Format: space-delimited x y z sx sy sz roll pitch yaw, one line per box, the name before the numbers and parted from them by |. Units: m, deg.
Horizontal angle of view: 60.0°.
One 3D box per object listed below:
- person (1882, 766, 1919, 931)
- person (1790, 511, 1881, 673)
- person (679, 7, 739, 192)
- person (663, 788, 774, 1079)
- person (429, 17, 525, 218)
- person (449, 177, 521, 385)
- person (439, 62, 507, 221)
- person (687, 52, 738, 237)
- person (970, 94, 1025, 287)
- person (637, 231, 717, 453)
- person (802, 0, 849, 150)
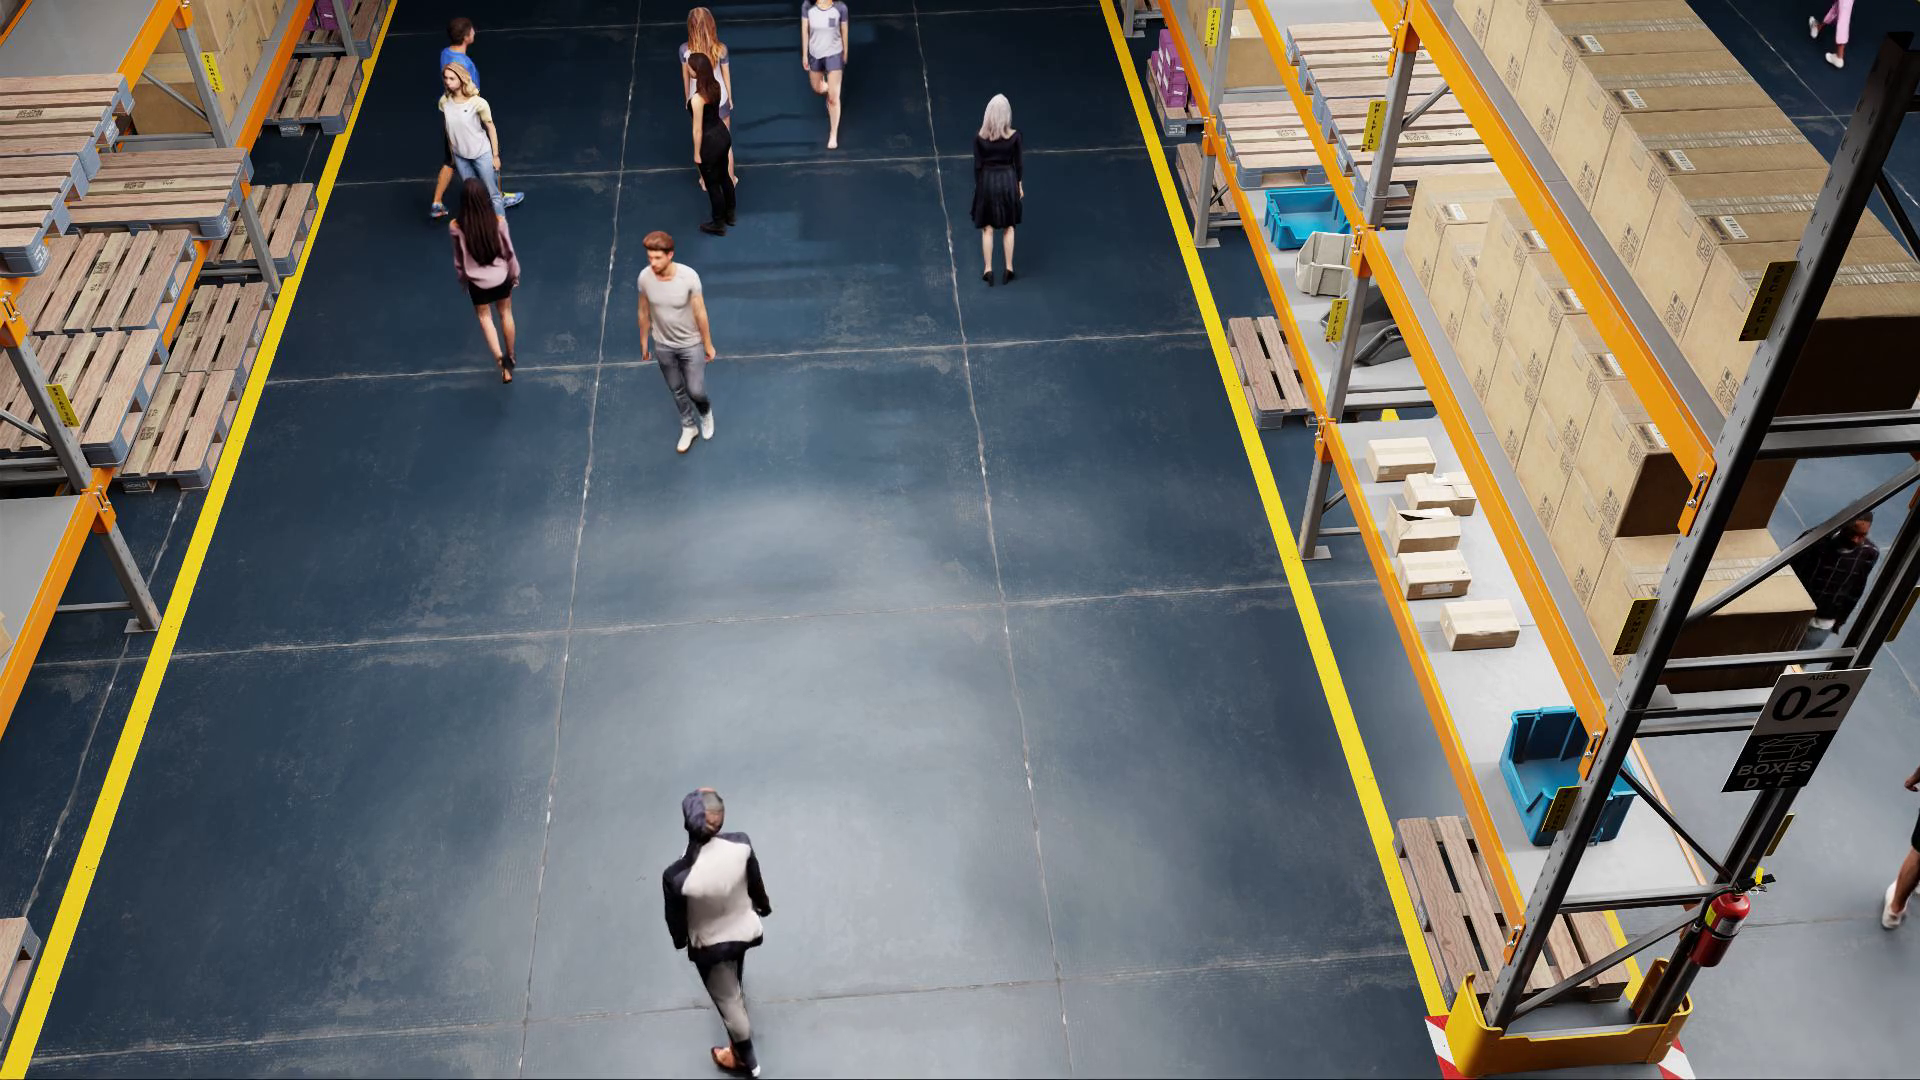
person | 5.494 1.531 9.146 0.966 1.849 1.057 23 48 22
person | 5.270 0.369 10.403 0.962 1.799 1.151 12 45 12
person | -2.263 -3.952 14.990 0.587 1.727 0.534 -2 44 -2
person | -1.181 2.075 8.577 1.143 1.846 1.048 28 50 26
person | -4.407 -3.617 14.574 1.107 1.817 1.119 33 53 30
person | -3.619 -1.942 12.830 0.740 1.798 0.900 -12 45 -13
person | -4.188 -3.329 14.340 0.688 1.722 0.644 9 44 9
person | -2.161 -3.450 14.491 0.710 1.688 0.603 13 45 13
person | 0.313 -2.917 13.890 0.603 1.746 0.565 -1 44 -2
person | -2.059 -1.520 12.322 0.780 1.886 0.762 7 44 7
person | -1.258 -4.622 15.727 0.747 1.680 1.060 5 44 5
